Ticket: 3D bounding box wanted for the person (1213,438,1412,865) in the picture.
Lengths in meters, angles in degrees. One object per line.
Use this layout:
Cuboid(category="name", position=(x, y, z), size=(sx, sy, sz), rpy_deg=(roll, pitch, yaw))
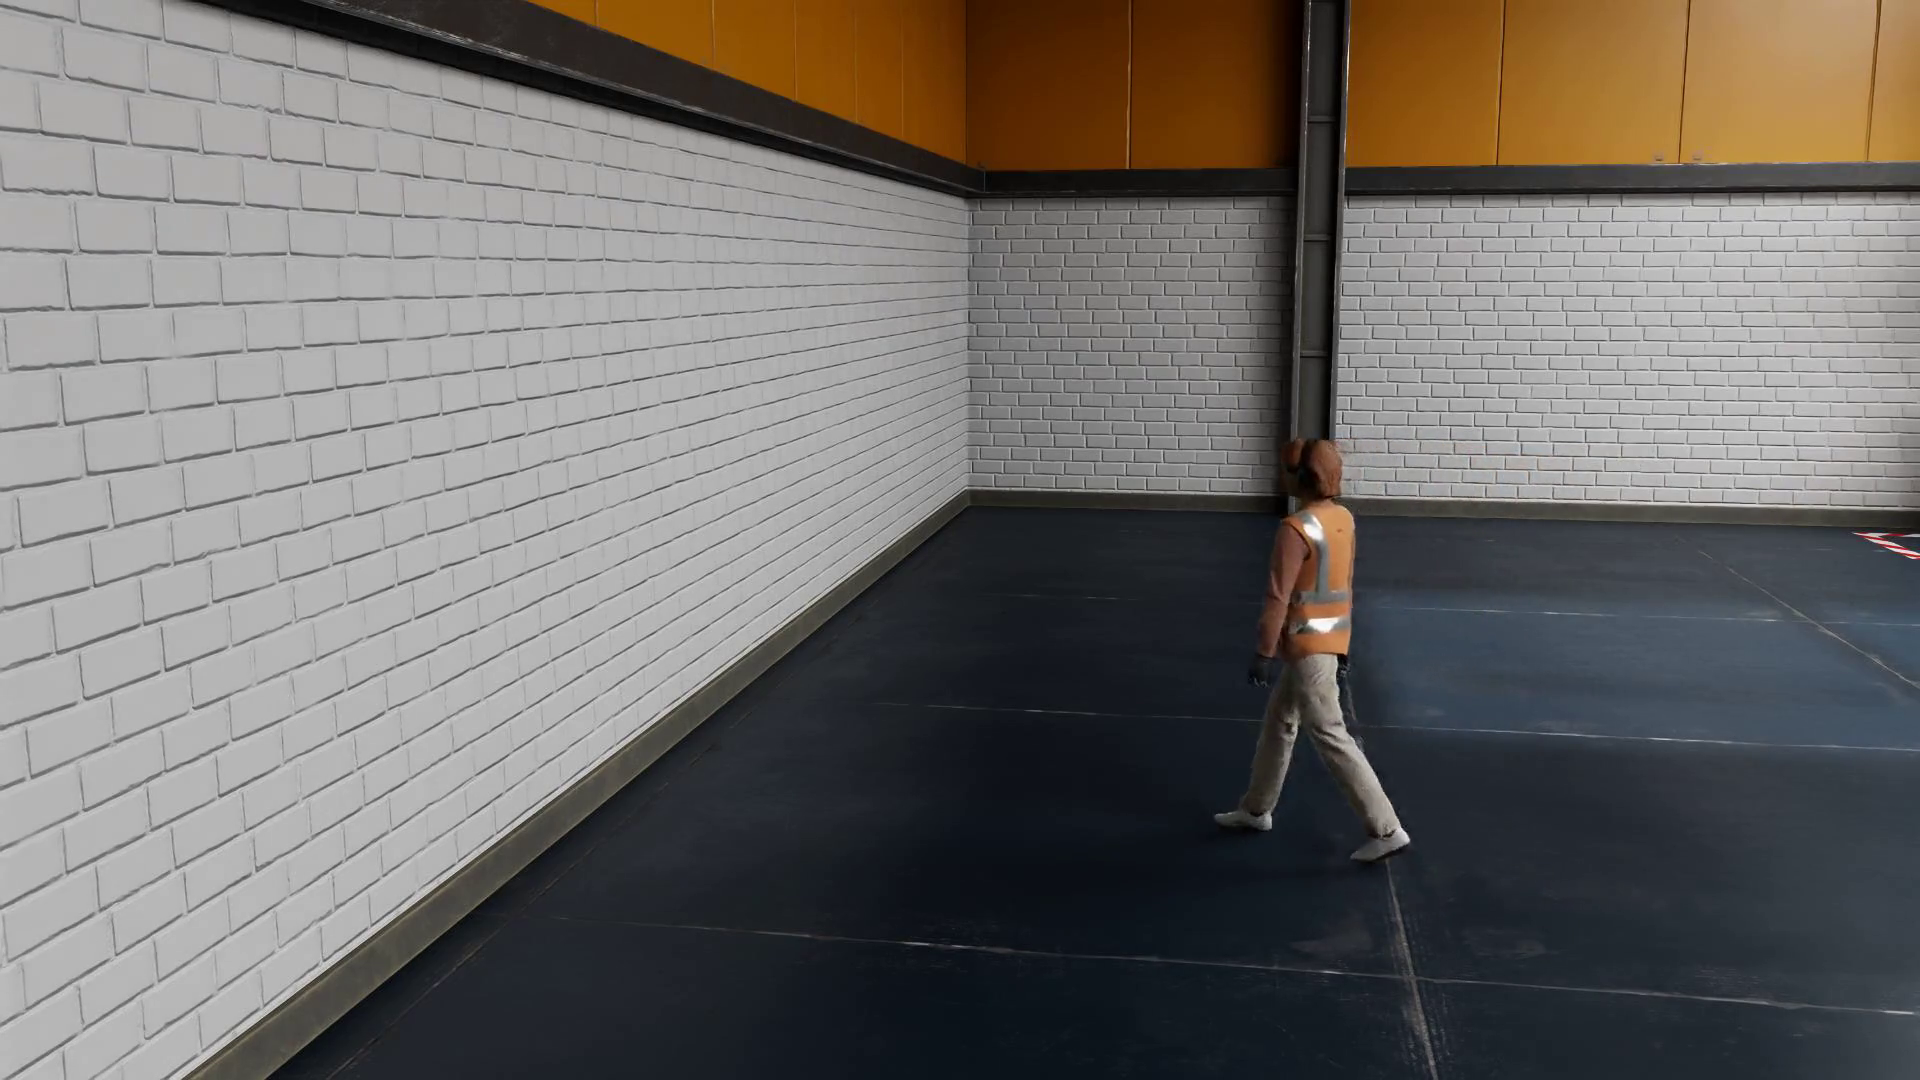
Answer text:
Cuboid(category="person", position=(1.359, 0.415, 6.298), size=(0.839, 1.604, 0.524), rpy_deg=(6, 11, 33))
